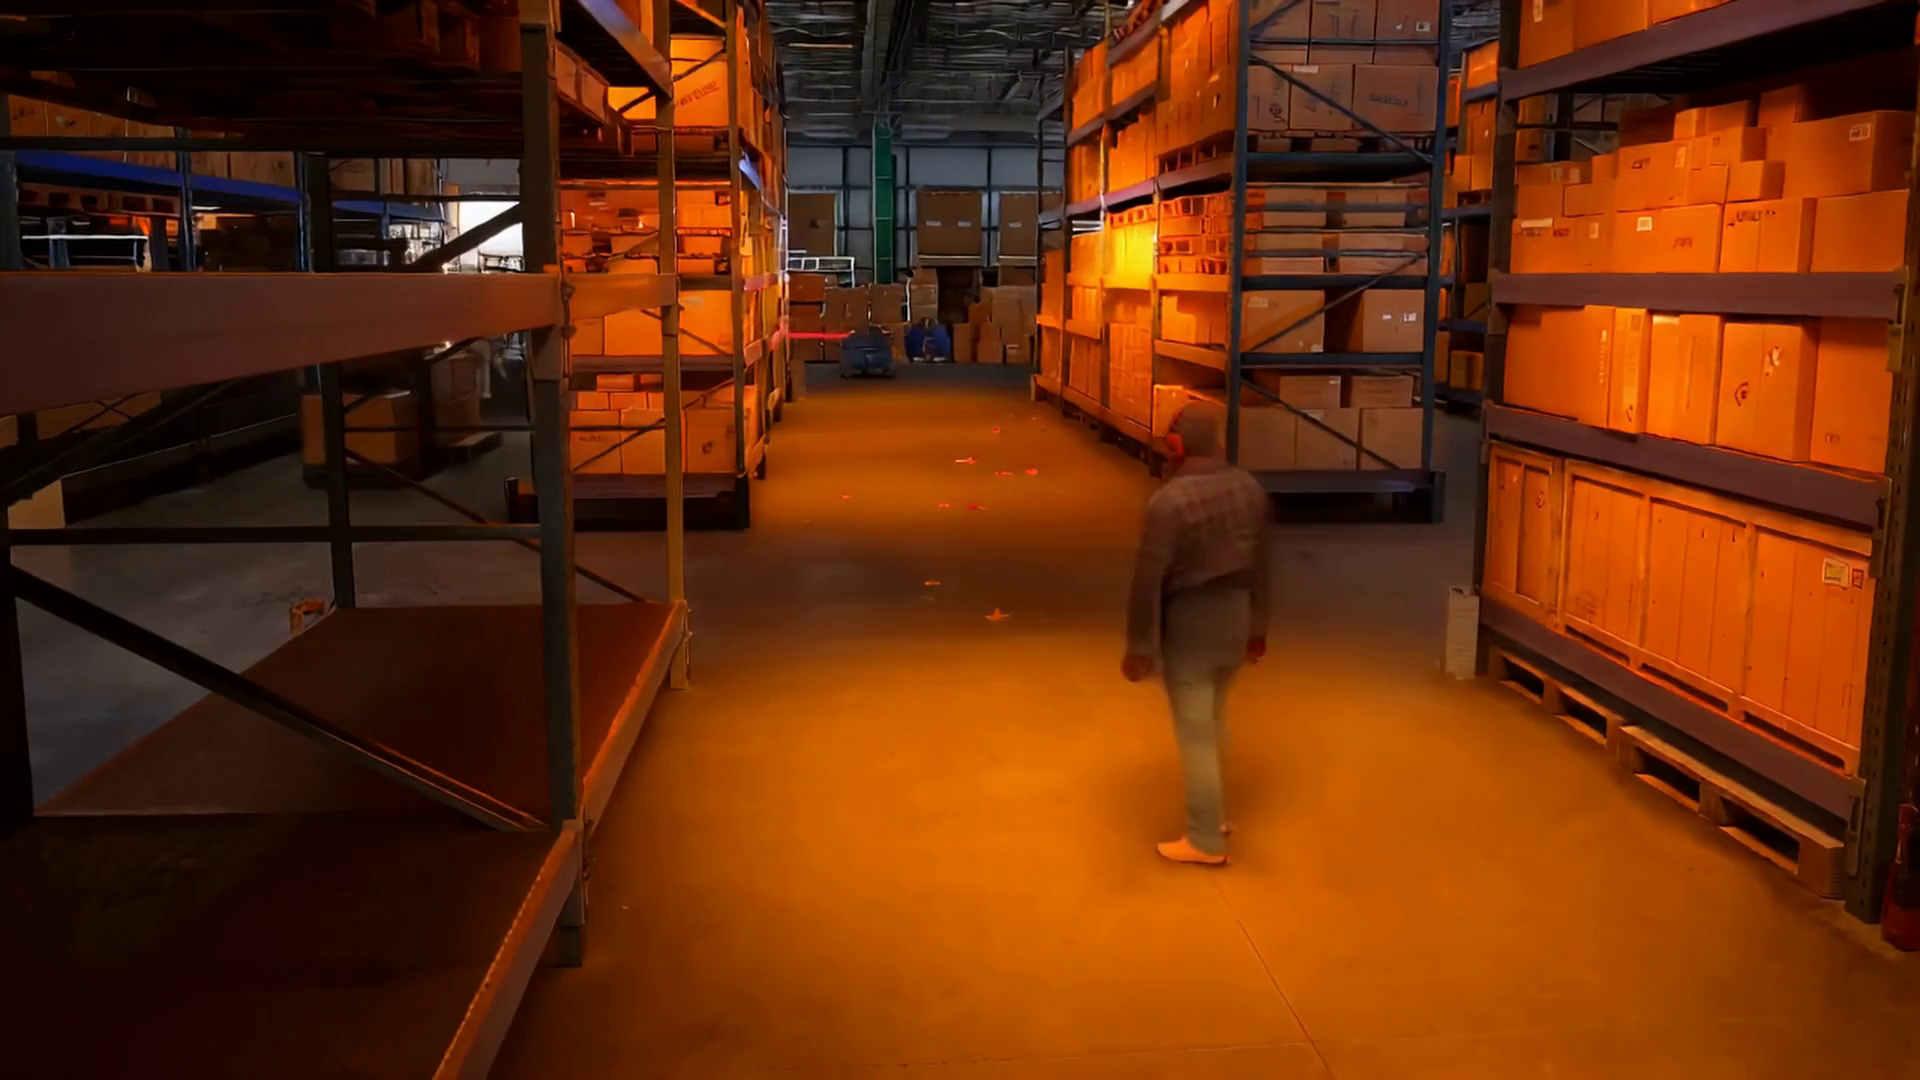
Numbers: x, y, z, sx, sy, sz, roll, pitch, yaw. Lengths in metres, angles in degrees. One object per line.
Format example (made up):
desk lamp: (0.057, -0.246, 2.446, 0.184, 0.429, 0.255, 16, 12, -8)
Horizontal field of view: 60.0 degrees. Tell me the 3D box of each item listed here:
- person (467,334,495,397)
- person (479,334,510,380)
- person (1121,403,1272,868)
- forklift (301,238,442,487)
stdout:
person: (-9.476, -3.778, 32.883, 0.554, 1.915, 0.662, -4, 10, -21)
person: (-10.807, -4.501, 38.230, 0.884, 1.642, 0.548, 4, 10, 25)
person: (0.985, 0.385, 6.825, 0.485, 1.879, 0.680, 9, 13, 44)
forklift: (-6.826, -2.075, 19.161, 1.129, 2.768, 1.873, -1, 9, -4)
